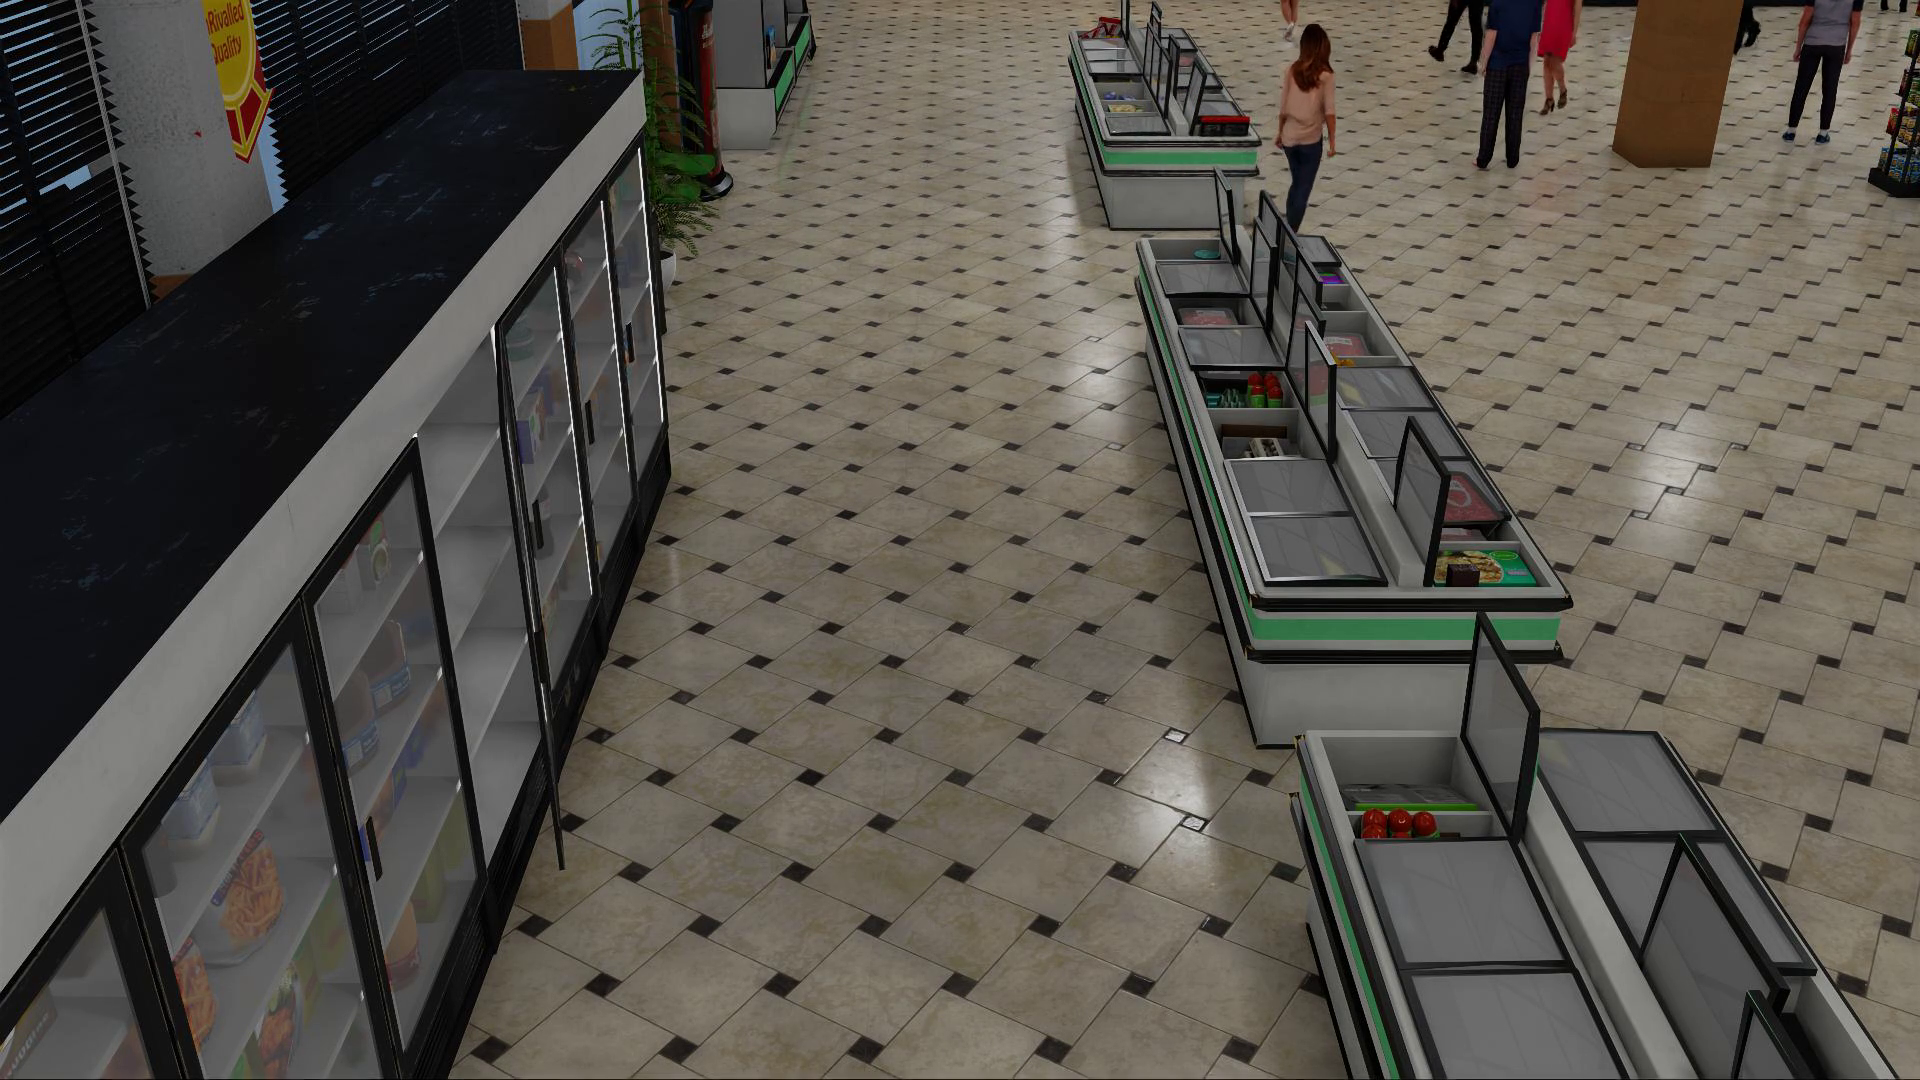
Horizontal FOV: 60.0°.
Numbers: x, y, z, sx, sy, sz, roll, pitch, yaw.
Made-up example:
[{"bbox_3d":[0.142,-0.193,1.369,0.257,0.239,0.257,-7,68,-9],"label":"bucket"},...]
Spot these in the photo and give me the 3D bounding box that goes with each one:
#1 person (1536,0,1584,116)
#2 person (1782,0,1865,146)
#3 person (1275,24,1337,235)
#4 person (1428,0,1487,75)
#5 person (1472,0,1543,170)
[{"bbox_3d":[6.385,-5.383,17.615,0.806,1.715,0.759,-18,32,-31],"label":"person"},{"bbox_3d":[8.547,-4.856,16.453,0.764,1.826,0.732,13,30,24],"label":"person"},{"bbox_3d":[2.649,-3.122,13.090,0.745,1.775,0.791,21,33,35],"label":"person"},{"bbox_3d":[6.033,-6.356,19.471,0.874,1.772,1.261,-7,28,-14],"label":"person"},{"bbox_3d":[5.130,-4.427,15.559,0.672,1.870,0.560,2,27,5],"label":"person"}]
